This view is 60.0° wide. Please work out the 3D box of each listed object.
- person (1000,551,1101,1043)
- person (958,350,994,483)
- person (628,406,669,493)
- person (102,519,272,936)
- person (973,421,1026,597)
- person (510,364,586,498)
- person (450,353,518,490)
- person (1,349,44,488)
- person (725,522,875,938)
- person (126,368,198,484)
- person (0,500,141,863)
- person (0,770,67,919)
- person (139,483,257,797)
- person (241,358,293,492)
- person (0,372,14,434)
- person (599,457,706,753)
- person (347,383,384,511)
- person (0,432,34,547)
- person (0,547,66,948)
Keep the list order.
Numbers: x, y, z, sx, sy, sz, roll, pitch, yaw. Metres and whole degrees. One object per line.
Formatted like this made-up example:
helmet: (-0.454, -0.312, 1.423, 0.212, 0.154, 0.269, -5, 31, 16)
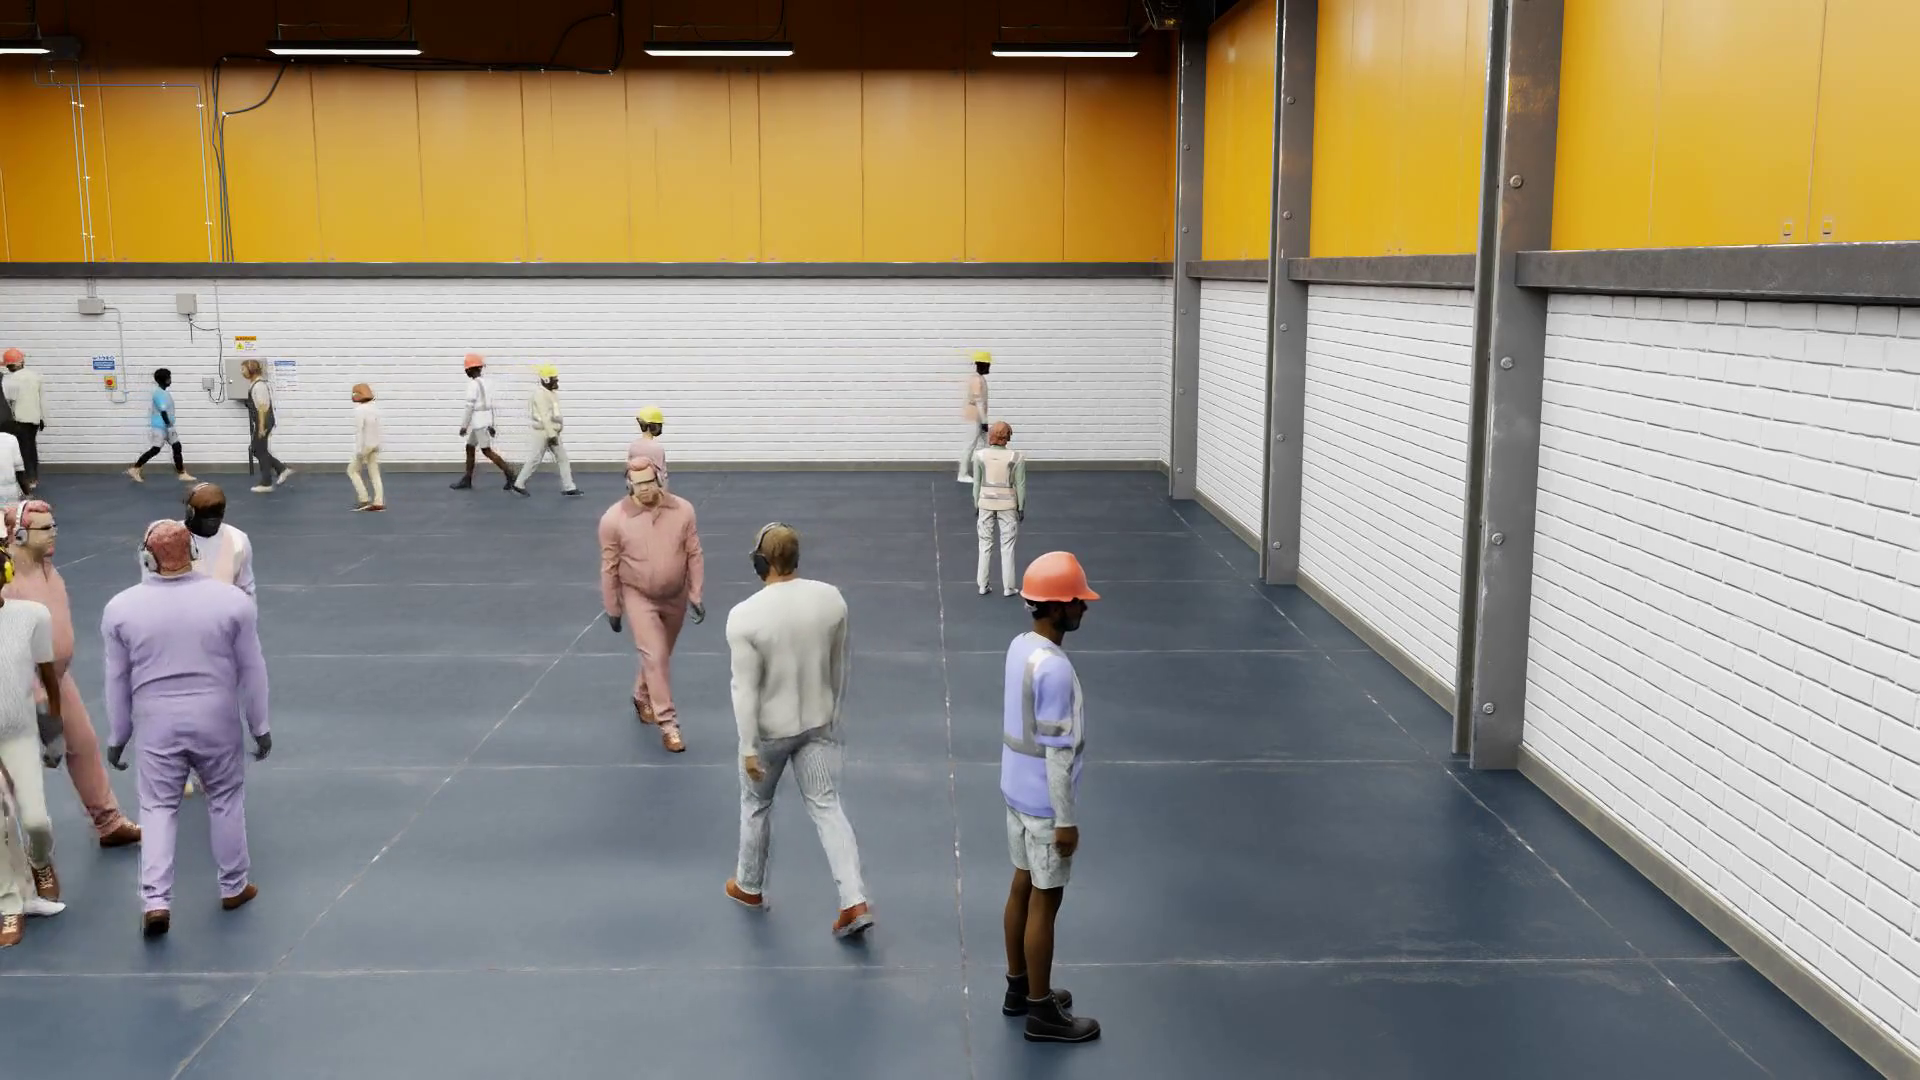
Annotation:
person: (0.353, 1.003, 6.588, 0.375, 1.939, 0.546, -2, 10, -14)
person: (0.384, -1.739, 23.556, 0.899, 1.886, 0.606, 1, 9, 6)
person: (-2.884, -0.372, 15.553, 0.533, 1.765, 0.329, 9, 13, 44)
person: (-3.572, 0.861, 7.679, 0.715, 1.927, 0.576, -3, 10, -18)
person: (0.359, -0.286, 15.440, 0.509, 1.629, 0.314, 2, 10, 15)
person: (-5.505, -1.431, 21.986, 0.947, 1.792, 0.591, 1, 9, 8)
person: (-6.510, -1.611, 22.772, 0.980, 1.894, 0.537, 0, 9, 0)
person: (-13.065, -1.694, 23.160, 0.746, 1.937, 0.680, 2, 10, 15)
person: (-0.750, 0.862, 7.608, 0.641, 1.901, 1.000, -6, 11, -34)
person: (-11.330, -1.611, 23.479, 0.854, 1.655, 0.525, -2, 10, -14)
person: (-4.617, 0.734, 8.461, 0.926, 1.866, 0.656, 0, 9, 0)
person: (-4.487, 1.003, 7.569, 0.739, 1.599, 0.527, 0, 9, 1)
person: (-4.376, 0.574, 9.614, 0.453, 1.813, 0.661, 8, 12, 41)
person: (-9.461, -1.559, 22.626, 0.492, 1.828, 0.534, -4, 10, -24)
person: (-12.922, -1.572, 22.061, 0.743, 2.000, 0.743, 4, 10, 24)
person: (-2.003, 0.366, 10.759, 0.632, 1.859, 0.982, -6, 11, -31)
person: (-7.462, -1.149, 20.769, 0.517, 1.614, 0.523, 2, 9, 10)
person: (-8.664, -0.342, 14.897, 0.997, 1.924, 0.603, 3, 10, 18)
person: (-4.366, 0.890, 7.548, 0.517, 1.852, 0.493, -4, 10, -25)
